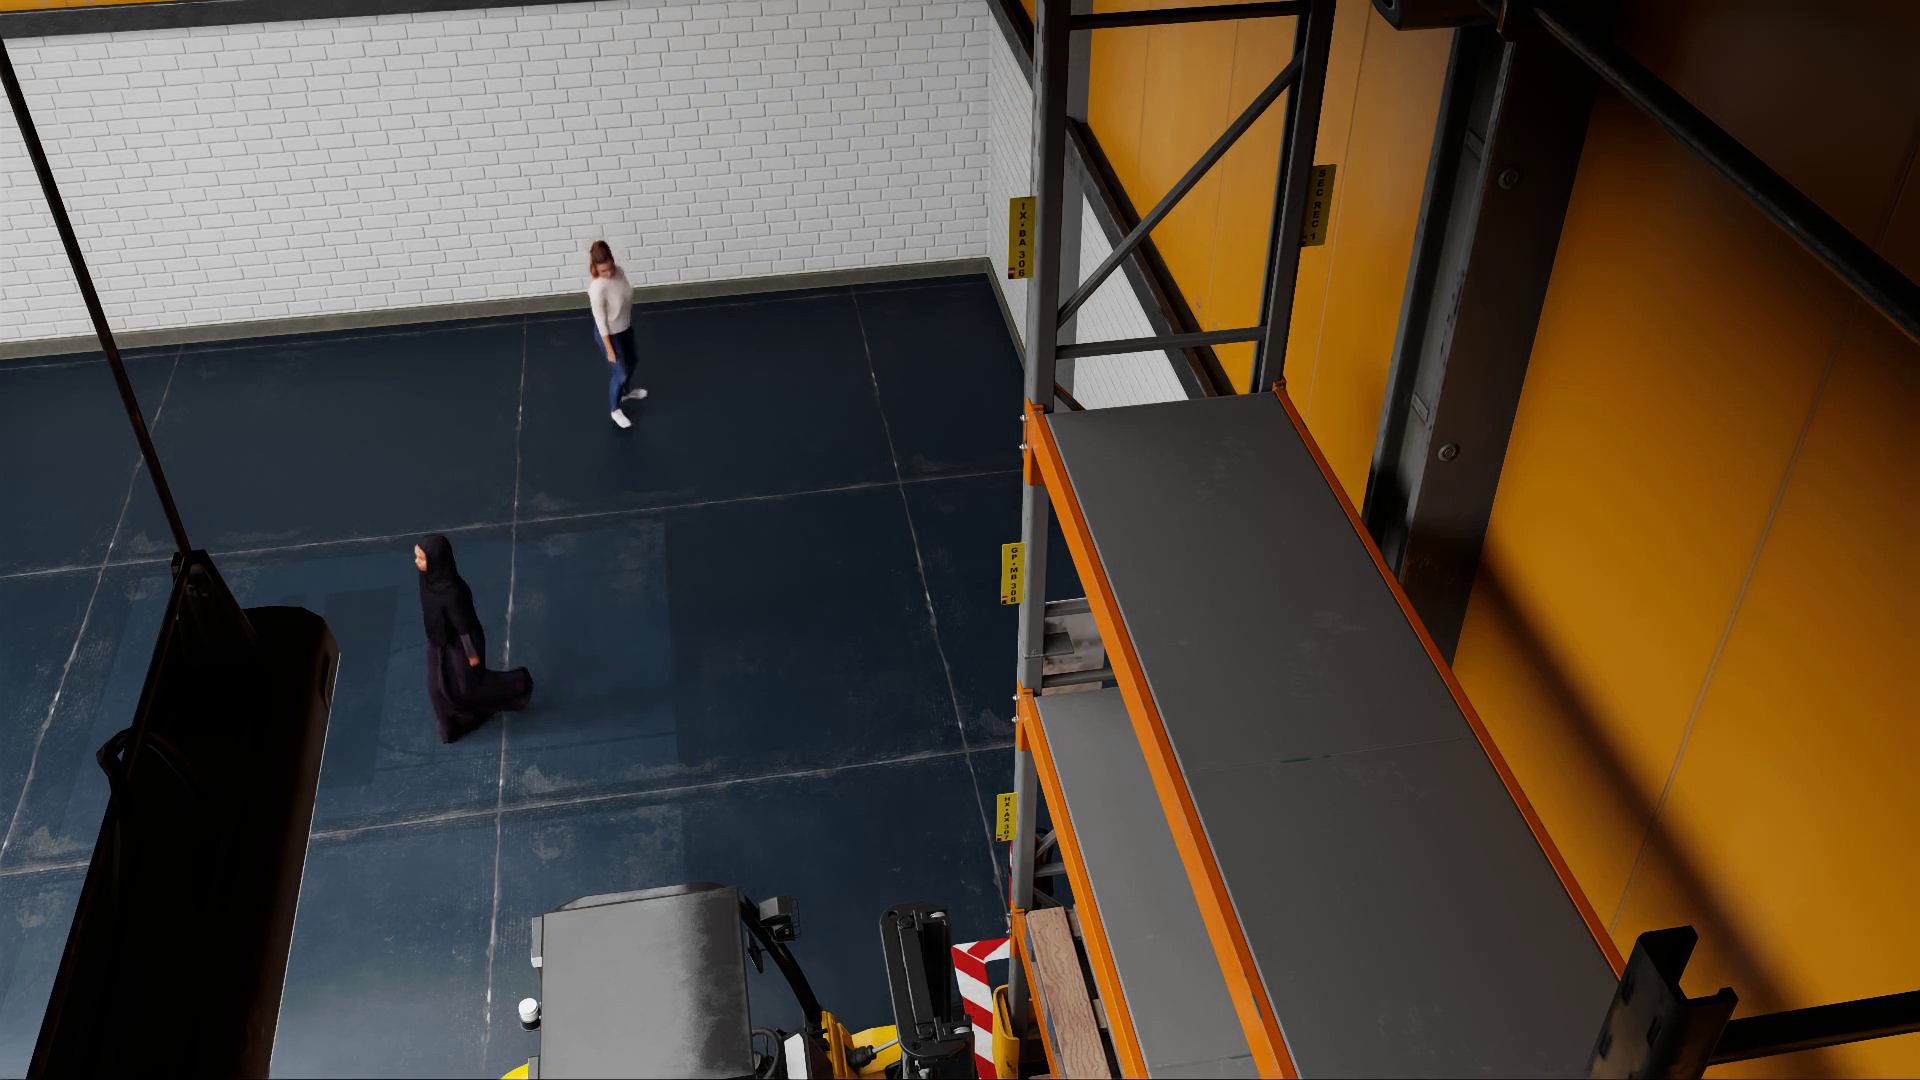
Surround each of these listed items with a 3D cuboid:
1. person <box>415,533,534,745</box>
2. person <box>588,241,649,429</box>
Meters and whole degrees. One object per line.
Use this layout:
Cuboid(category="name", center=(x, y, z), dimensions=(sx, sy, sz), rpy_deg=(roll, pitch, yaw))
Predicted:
Cuboid(category="person", center=(-3.158, 0.590, 10.618), dimensions=(0.937, 1.600, 0.949), rpy_deg=(-28, 46, -30))
Cuboid(category="person", center=(-2.798, -1.675, 13.370), dimensions=(0.927, 1.705, 0.784), rpy_deg=(4, 39, 5))
